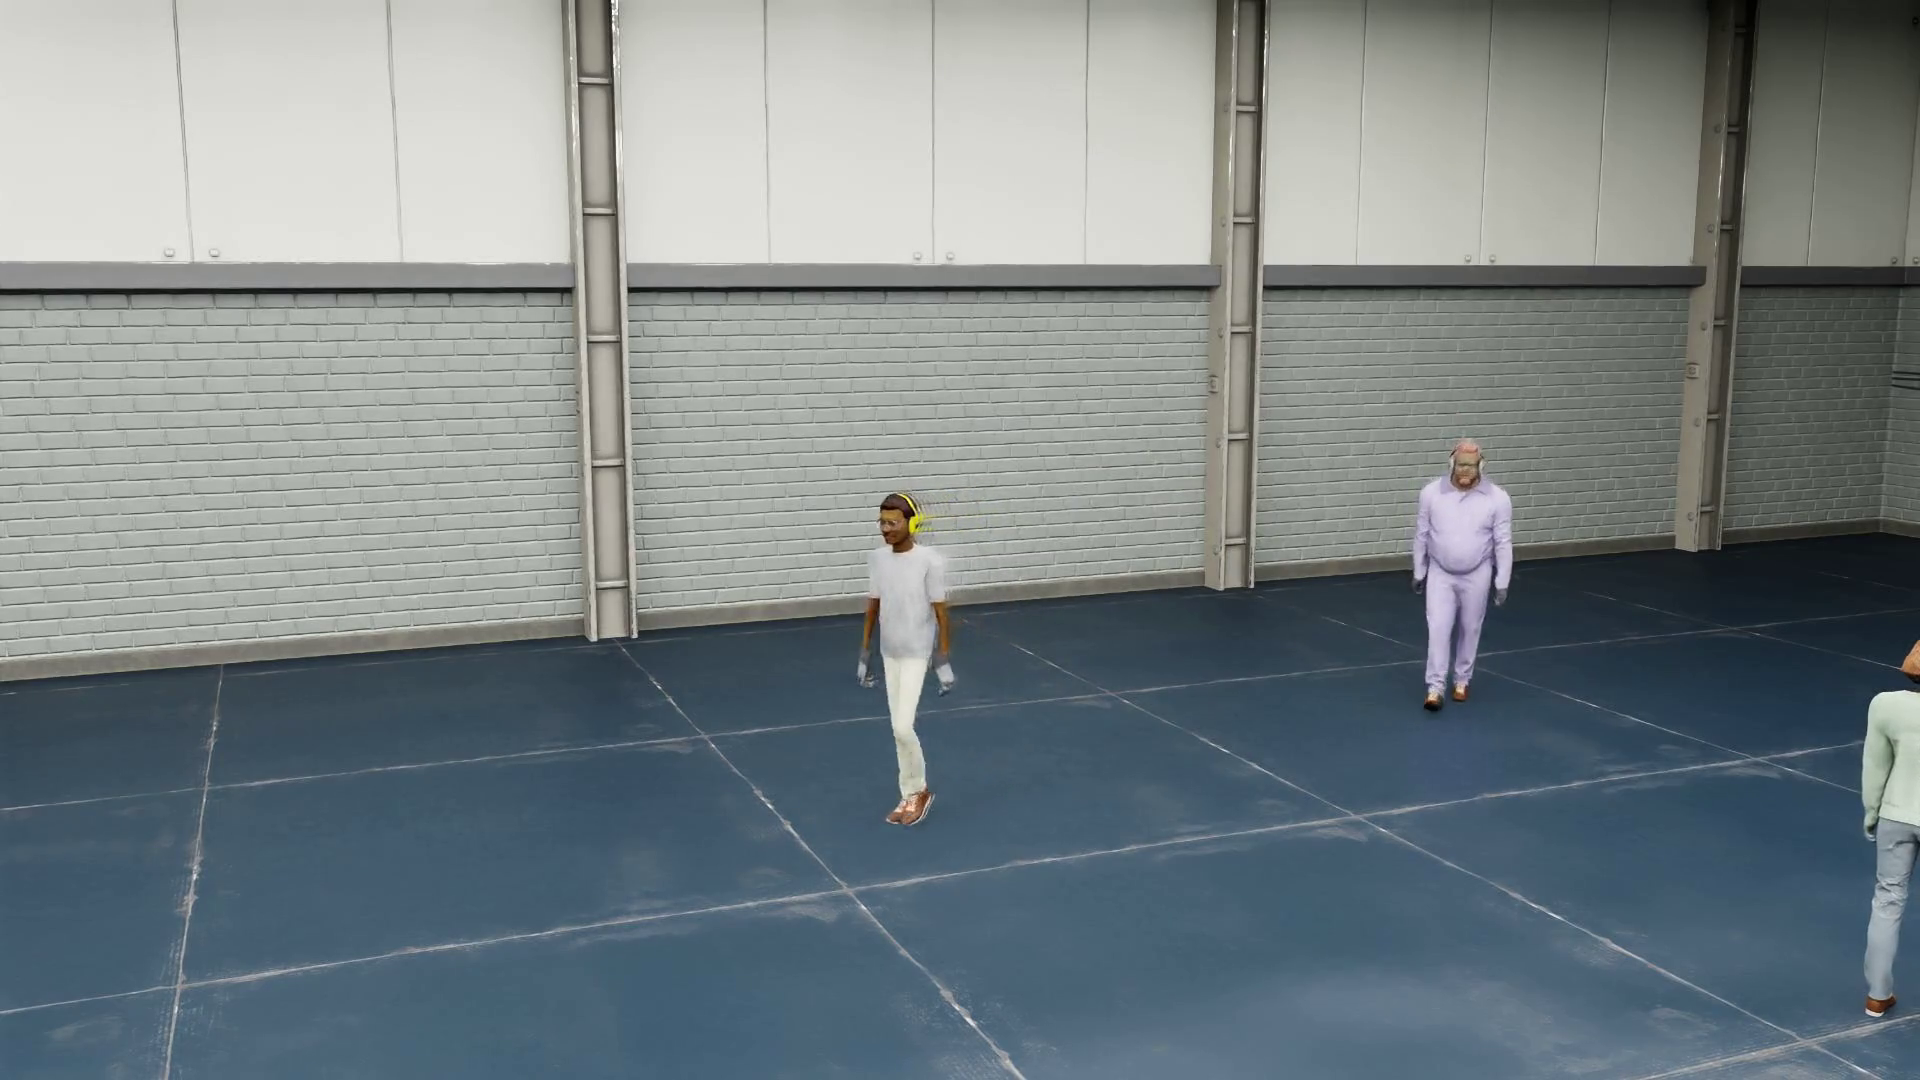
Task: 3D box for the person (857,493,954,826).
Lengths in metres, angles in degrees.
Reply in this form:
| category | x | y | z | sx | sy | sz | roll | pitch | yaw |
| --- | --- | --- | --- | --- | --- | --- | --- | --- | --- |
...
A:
| category | x | y | z | sx | sy | sz | roll | pitch | yaw |
| --- | --- | --- | --- | --- | --- | --- | --- | --- | --- |
| person | -0.327 | 0.662 | 9.132 | 0.563 | 1.853 | 0.451 | 7 | 11 | 36 |

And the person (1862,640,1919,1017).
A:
| category | x | y | z | sx | sy | sz | roll | pitch | yaw |
| --- | --- | --- | --- | --- | --- | --- | --- | --- | --- |
| person | 3.890 | 1.161 | 6.699 | 0.282 | 1.633 | 0.498 | -6 | 11 | -35 |

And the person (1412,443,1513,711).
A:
| category | x | y | z | sx | sy | sz | roll | pitch | yaw |
| --- | --- | --- | --- | --- | --- | --- | --- | --- | --- |
| person | 3.480 | 0.268 | 11.570 | 0.673 | 1.860 | 0.949 | 3 | 10 | 20 |
